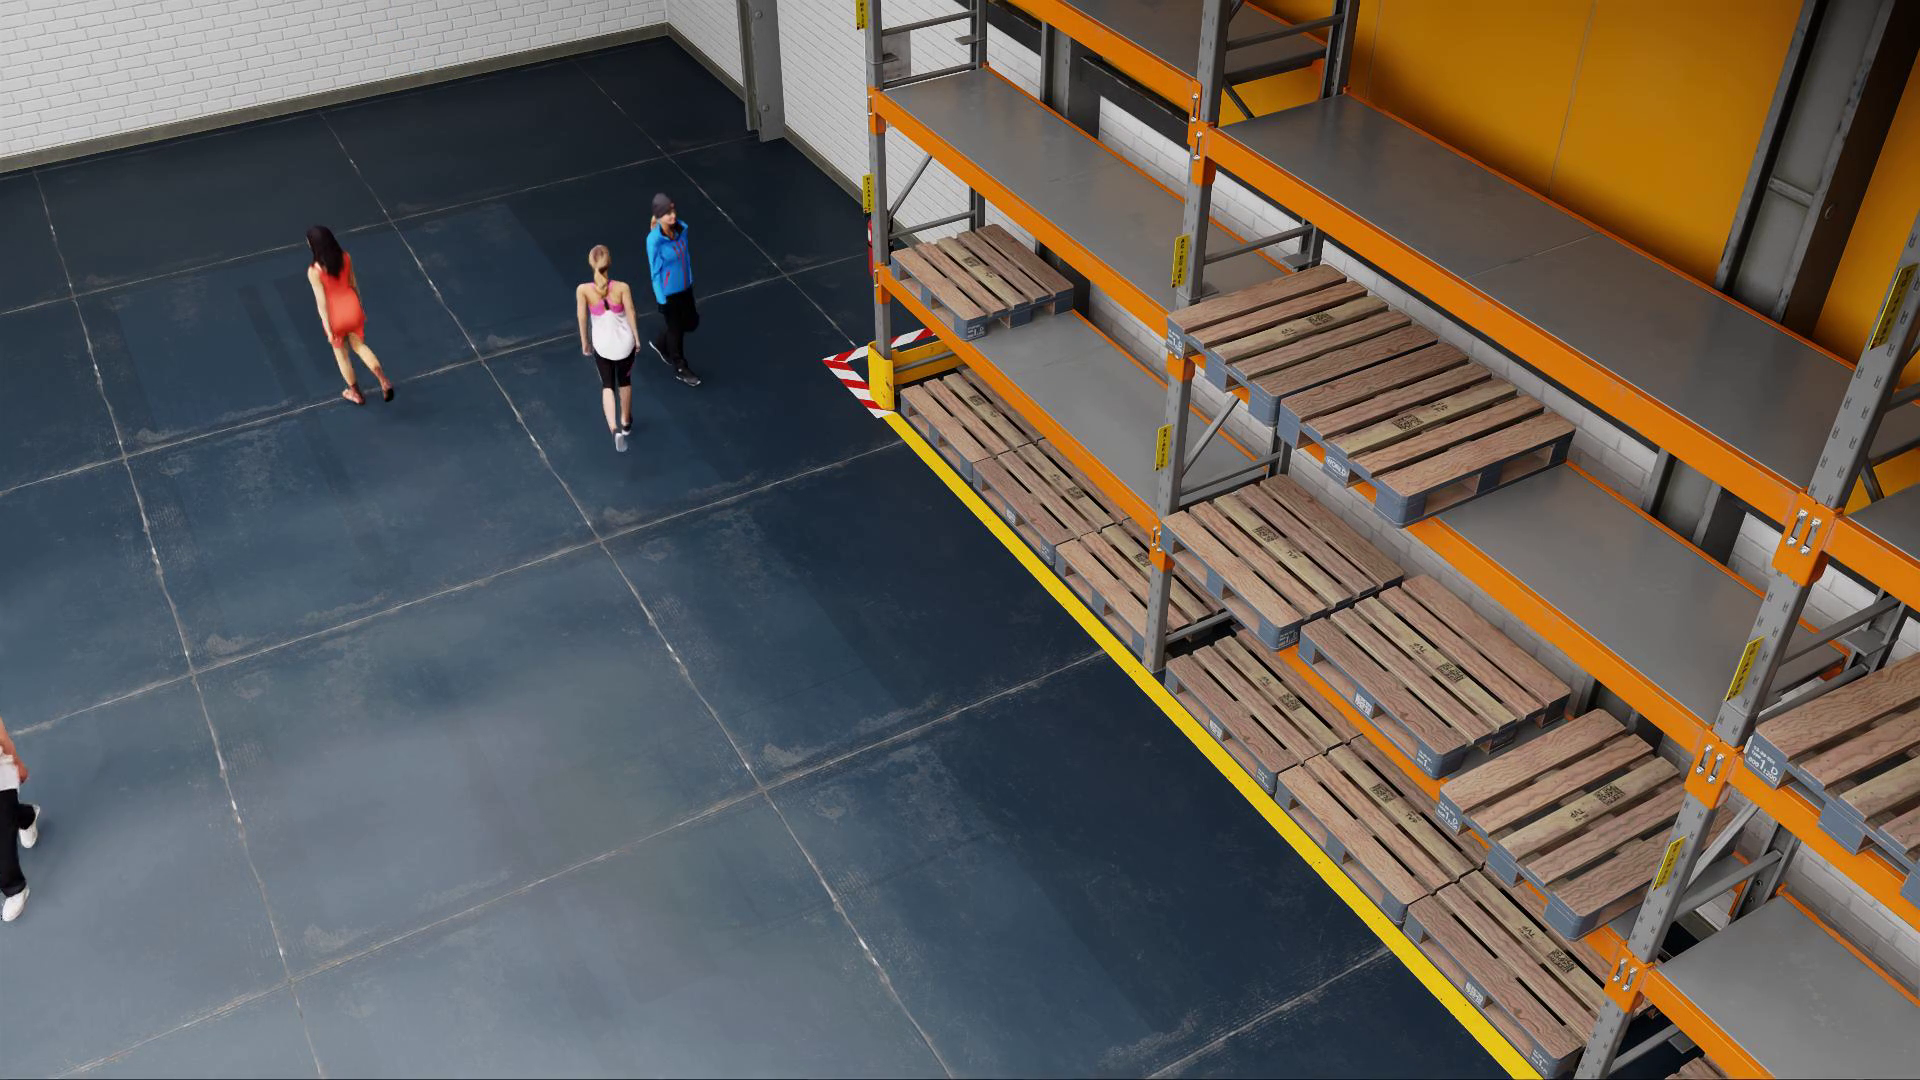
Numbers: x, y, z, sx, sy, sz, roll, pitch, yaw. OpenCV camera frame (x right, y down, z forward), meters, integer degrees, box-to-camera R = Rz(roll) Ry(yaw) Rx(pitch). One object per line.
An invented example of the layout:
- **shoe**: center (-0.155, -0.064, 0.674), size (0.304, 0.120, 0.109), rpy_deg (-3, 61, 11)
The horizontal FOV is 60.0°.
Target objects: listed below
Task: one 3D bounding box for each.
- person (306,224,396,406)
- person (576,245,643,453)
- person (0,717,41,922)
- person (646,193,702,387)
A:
- **person**: center (-5.035, -1.807, 13.726), size (0.958, 1.705, 0.806), rpy_deg (24, 44, 27)
- **person**: center (-2.777, -1.480, 13.271), size (0.840, 1.761, 1.066), rpy_deg (-5, 39, -7)
- **person**: center (-5.762, 1.361, 9.795), size (0.975, 1.660, 1.197), rpy_deg (-3, 39, -3)
- **person**: center (-2.494, -2.131, 14.069), size (0.894, 1.783, 0.783), rpy_deg (24, 45, 27)
